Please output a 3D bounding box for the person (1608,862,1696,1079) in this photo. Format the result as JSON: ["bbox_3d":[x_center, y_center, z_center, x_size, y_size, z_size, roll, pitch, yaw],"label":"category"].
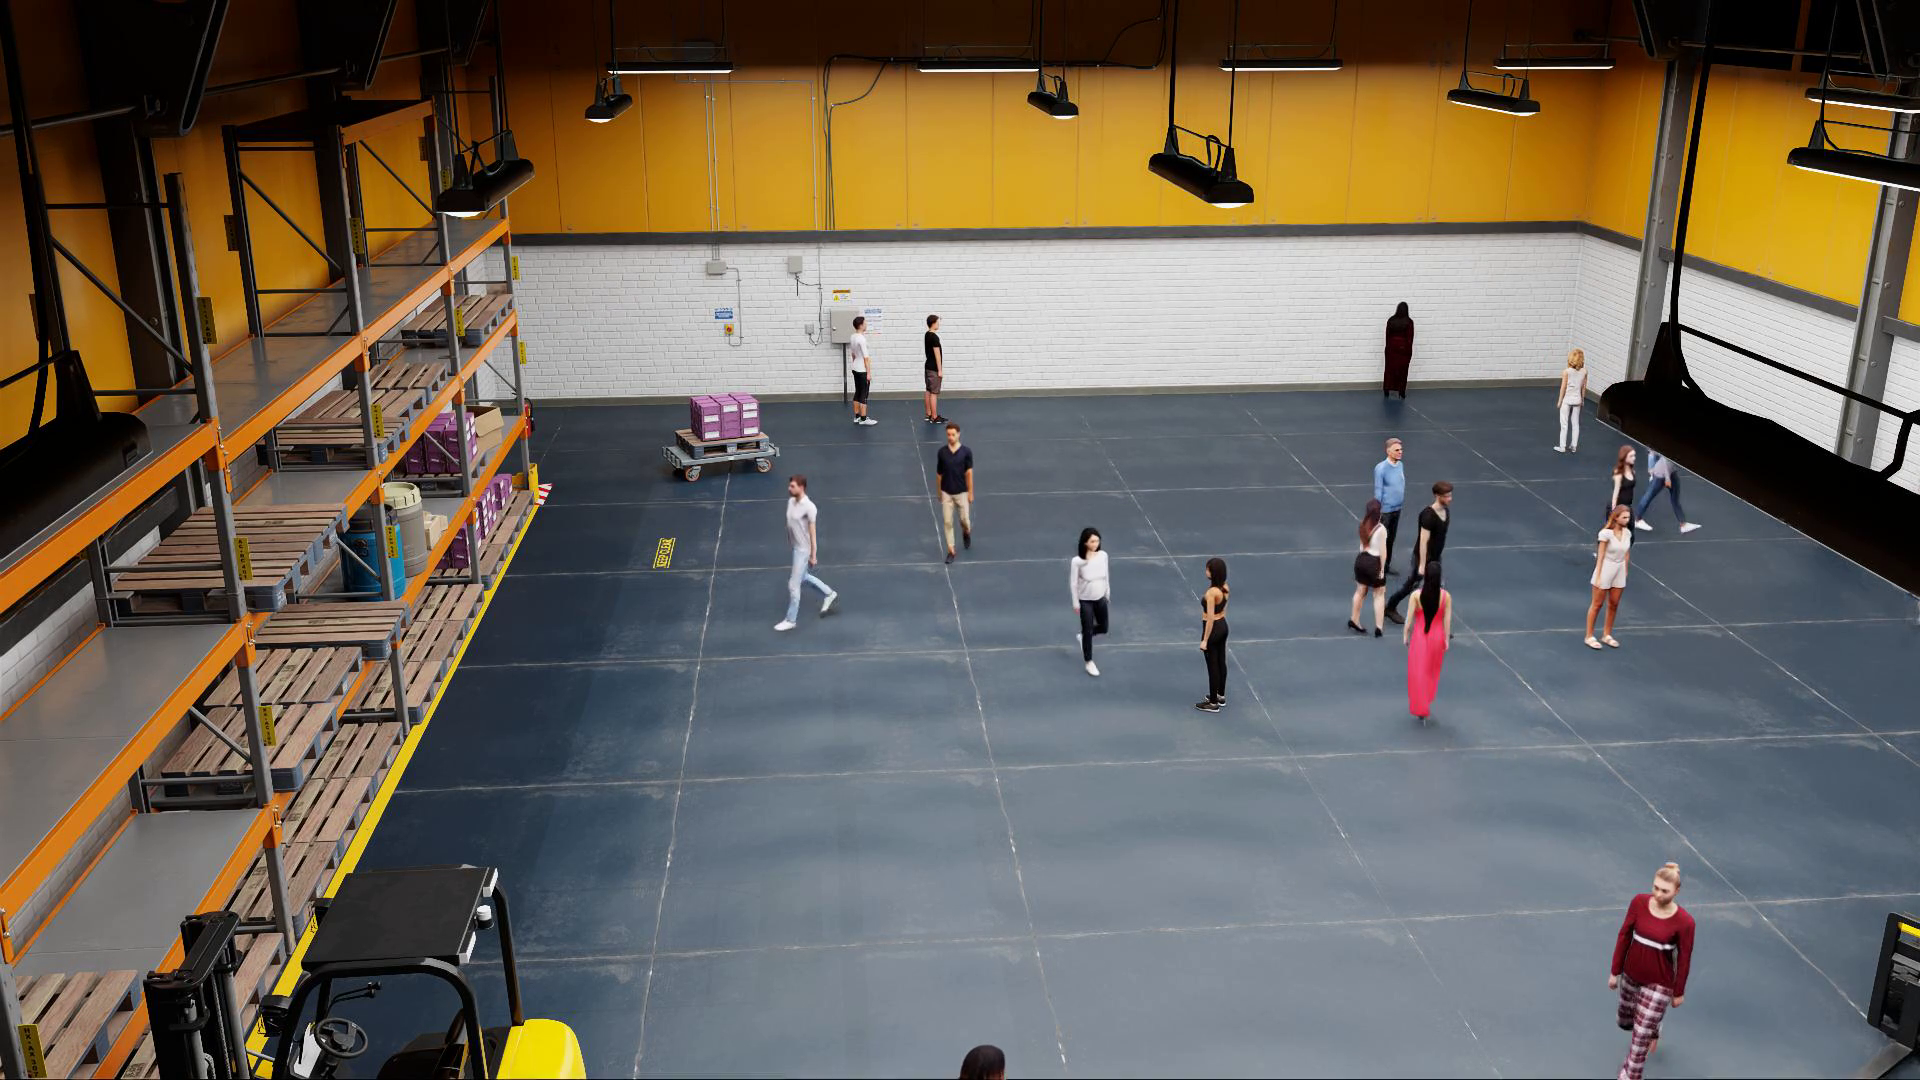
[{"bbox_3d":[4.683,2.944,11.264,0.985,1.680,1.007,18,25,42],"label":"person"}]

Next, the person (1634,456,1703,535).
[{"bbox_3d":[9.501,-0.909,22.683,1.176,1.694,1.096,16,24,39],"label":"person"}]

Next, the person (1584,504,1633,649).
[{"bbox_3d":[7.354,0.391,18.824,0.596,1.693,0.574,-4,19,-13],"label":"person"}]

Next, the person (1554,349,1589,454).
[{"bbox_3d":[9.800,-2.237,26.665,0.610,1.670,0.546,-3,19,-8],"label":"person"}]

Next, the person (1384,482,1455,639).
[{"bbox_3d":[5.301,0.200,19.161,1.131,1.840,1.284,-17,25,-41],"label":"person"}]

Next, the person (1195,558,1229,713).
[{"bbox_3d":[2.639,0.969,17.187,0.689,1.643,0.620,13,23,34],"label":"person"}]

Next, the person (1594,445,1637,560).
[{"bbox_3d":[8.264,-0.380,21.046,0.788,1.737,0.861,-14,23,-36],"label":"person"}]

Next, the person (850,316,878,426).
[{"bbox_3d":[-1.691,-2.898,28.341,0.807,1.852,0.668,-11,21,-29],"label":"person"}]

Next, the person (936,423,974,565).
[{"bbox_3d":[-0.051,-0.642,21.655,0.779,1.844,0.952,4,19,11],"label":"person"}]

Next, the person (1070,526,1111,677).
[{"bbox_3d":[1.387,0.628,18.134,0.795,1.685,0.904,-10,21,-28],"label":"person"}]

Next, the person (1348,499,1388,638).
[{"bbox_3d":[4.651,0.324,19.115,0.753,1.634,0.687,-13,23,-34],"label":"person"}]

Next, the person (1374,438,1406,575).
[{"bbox_3d":[5.410,-0.420,21.037,0.749,1.818,0.763,-15,24,-37],"label":"person"}]

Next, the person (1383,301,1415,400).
[{"bbox_3d":[7.943,-3.449,30.124,0.764,1.759,0.794,11,21,29],"label":"person"}]

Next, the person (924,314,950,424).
[{"bbox_3d":[-0.468,-2.945,28.466,0.799,1.862,0.636,-8,20,-22],"label":"person"}]

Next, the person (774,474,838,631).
[{"bbox_3d":[-1.790,0.118,19.443,1.113,1.816,1.218,-13,22,-33],"label":"person"}]

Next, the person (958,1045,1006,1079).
[{"bbox_3d":[0.133,3.577,9.318,0.829,1.722,0.687,-11,21,-29],"label":"person"}]

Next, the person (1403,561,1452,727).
[{"bbox_3d":[4.732,1.069,16.785,0.666,1.710,0.861,1,19,3],"label":"person"}]
